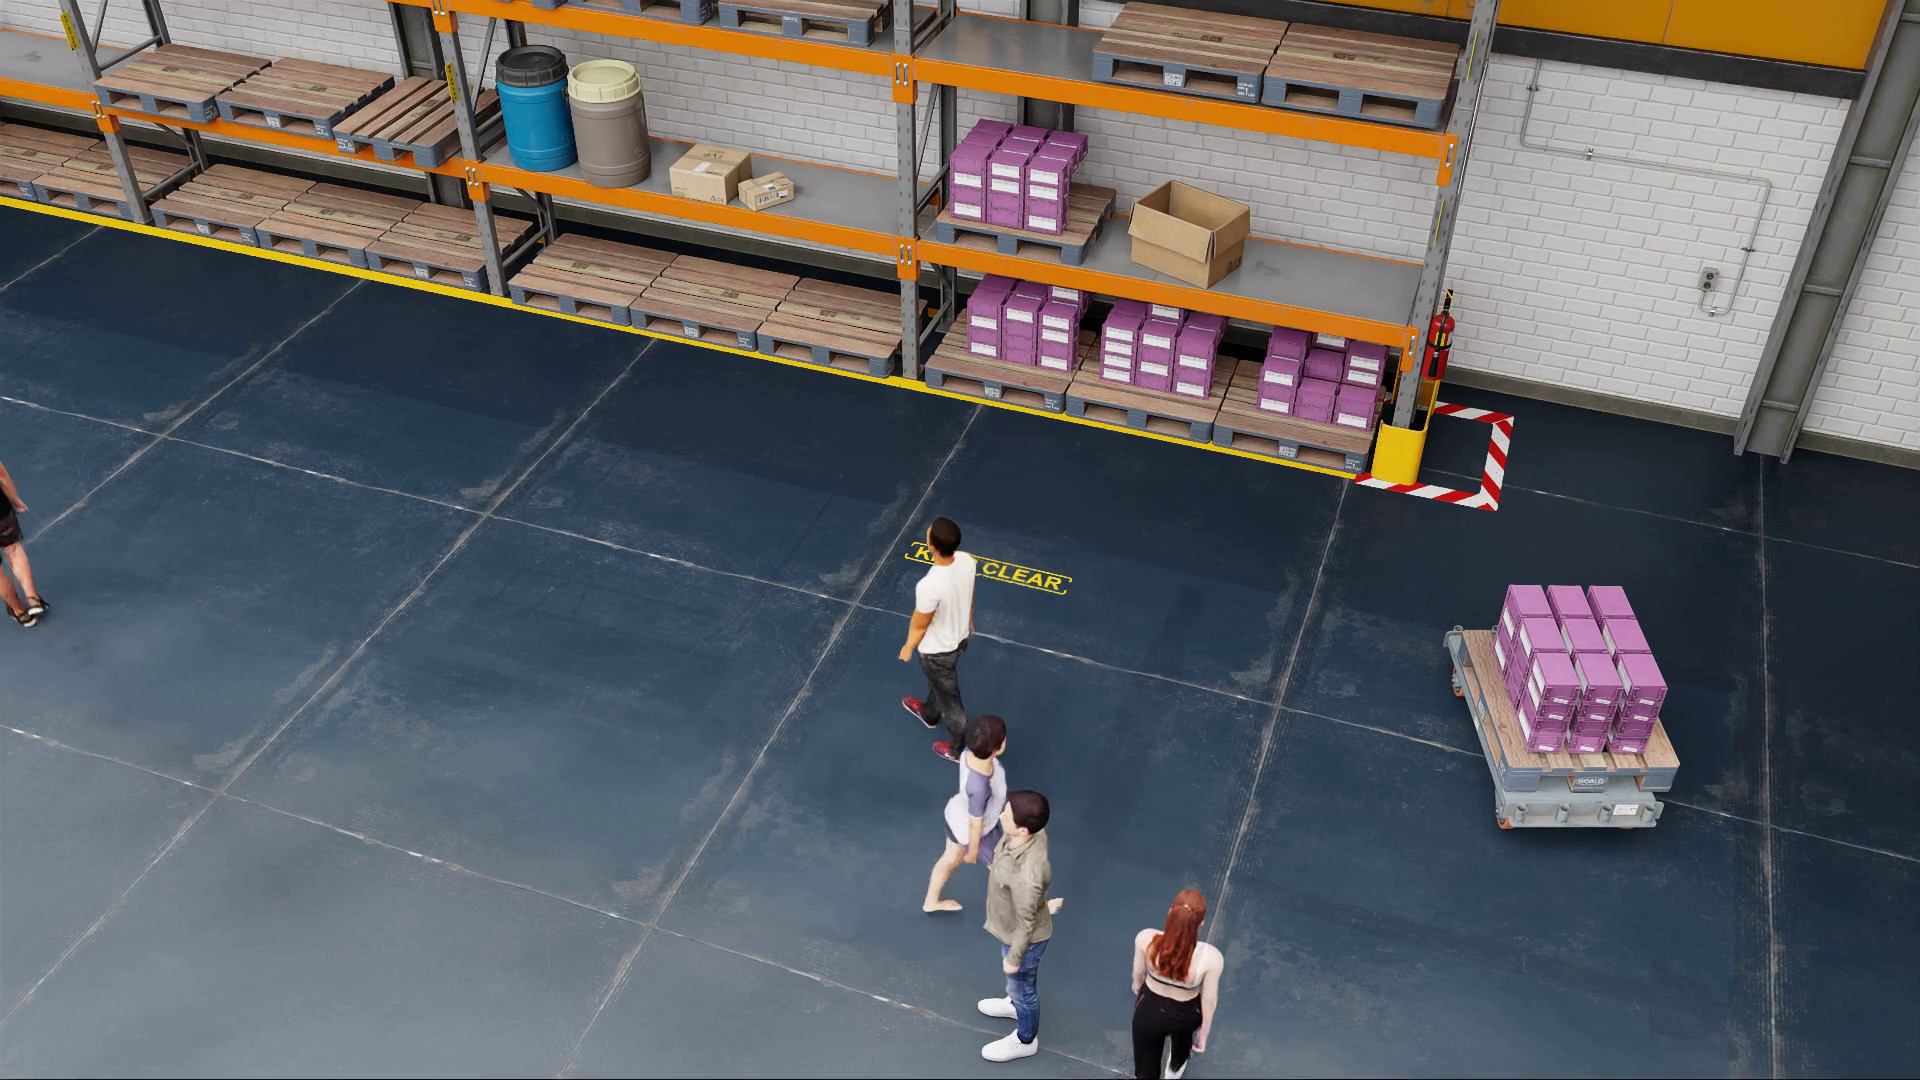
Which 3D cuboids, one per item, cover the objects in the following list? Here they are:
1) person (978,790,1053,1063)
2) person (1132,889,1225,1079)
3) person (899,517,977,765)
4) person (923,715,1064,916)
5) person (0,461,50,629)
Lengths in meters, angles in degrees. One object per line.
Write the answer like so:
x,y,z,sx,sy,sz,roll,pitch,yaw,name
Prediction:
0.315,1.924,8.346,0.734,1.865,0.782,-1,39,-1,person
0.965,2.360,7.932,1.131,1.701,0.681,10,40,13,person
-0.049,0.639,10.013,0.930,1.793,0.754,22,43,25,person
0.010,1.557,9.085,1.080,1.517,0.872,-5,39,-6,person
-6.426,-0.139,10.936,0.823,1.857,0.837,-31,48,-33,person
